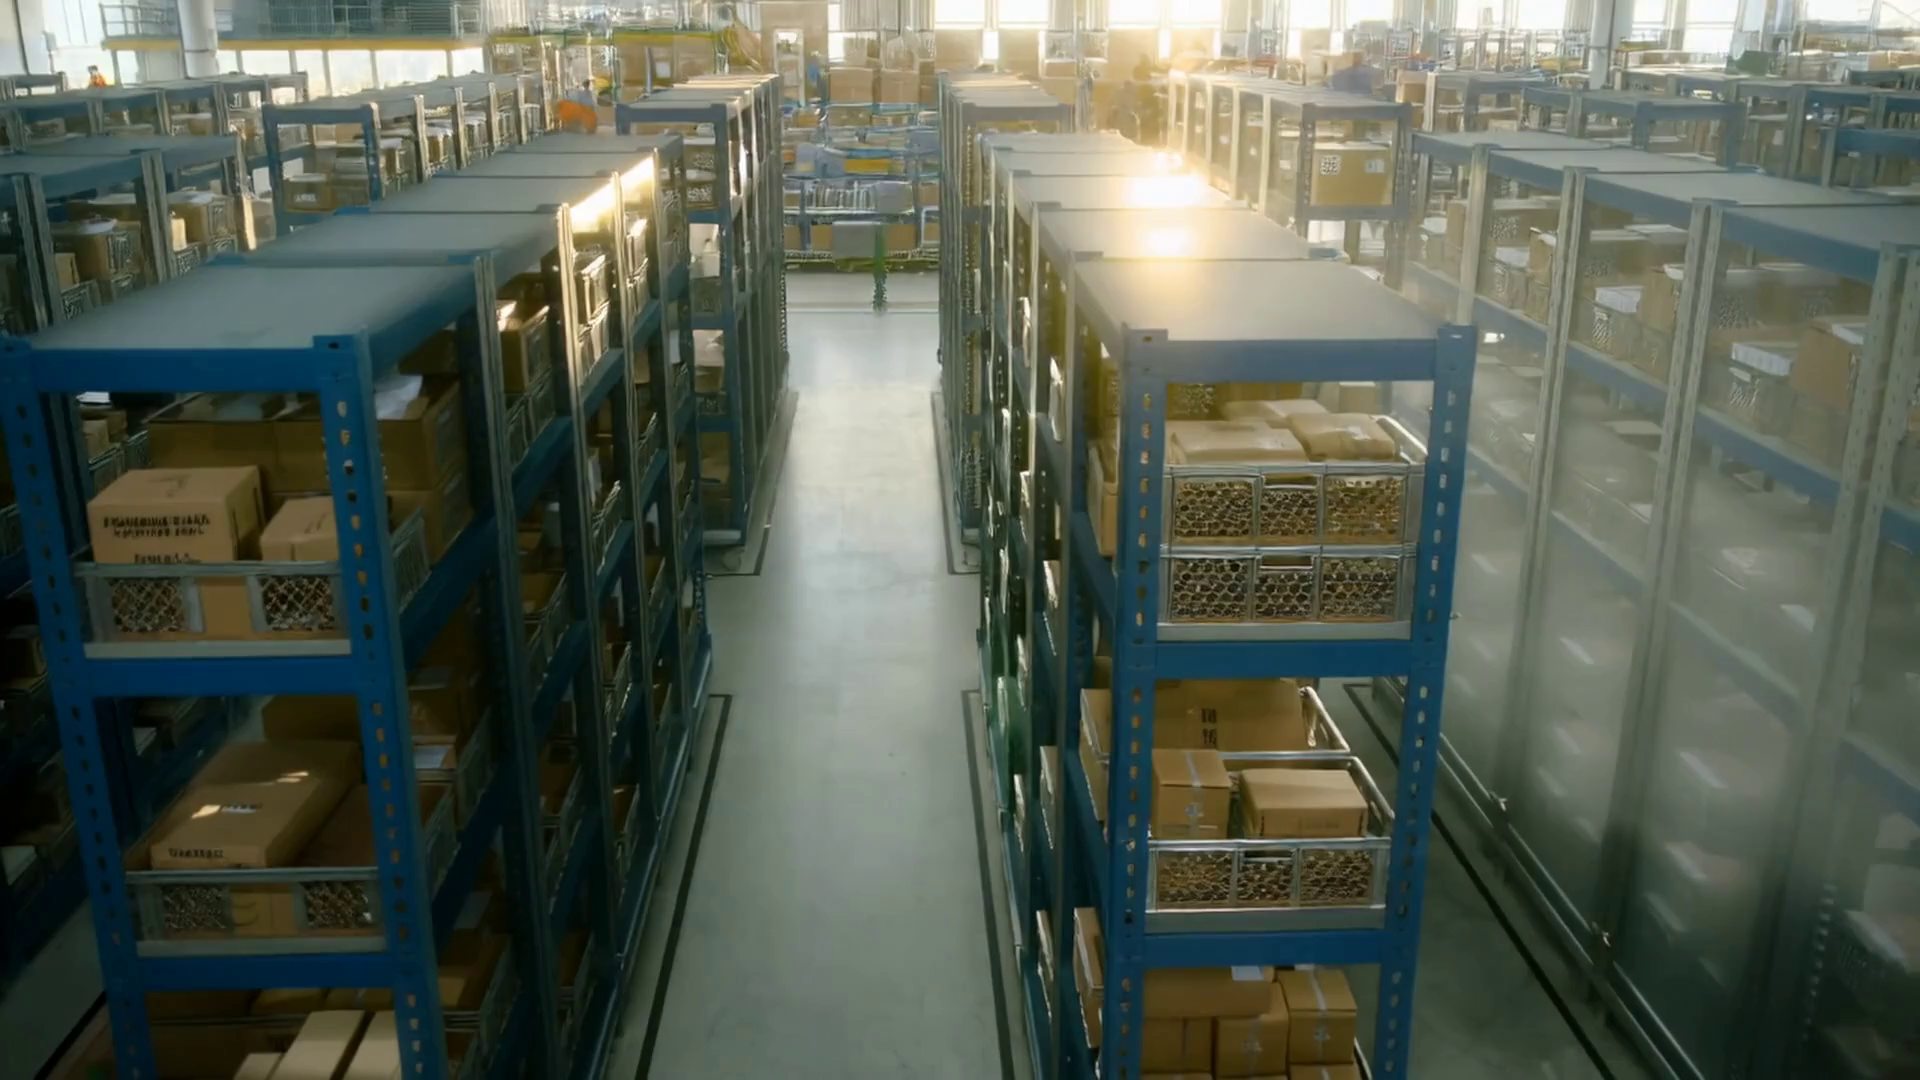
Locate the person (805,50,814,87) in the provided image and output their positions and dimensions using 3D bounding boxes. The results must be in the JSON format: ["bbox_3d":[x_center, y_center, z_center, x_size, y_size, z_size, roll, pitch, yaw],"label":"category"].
[{"bbox_3d":[-7.968,-25.179,88.730,0.545,1.921,0.626,9,20,27],"label":"person"}]

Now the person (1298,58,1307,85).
[{"bbox_3d":[16.215,-21.874,78.652,0.562,1.830,0.399,-12,21,-32],"label":"person"}]

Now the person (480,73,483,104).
[{"bbox_3d":[-17.333,-15.997,60.425,0.511,1.845,0.341,-15,23,-39],"label":"person"}]

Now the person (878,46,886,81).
[{"bbox_3d":[-4.238,-26.855,93.850,0.980,1.942,0.648,13,22,35],"label":"person"}]

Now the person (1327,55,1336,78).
[{"bbox_3d":[18.695,-23.474,83.687,1.005,1.778,0.638,7,19,20],"label":"person"}]

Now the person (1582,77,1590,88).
[{"bbox_3d":[20.770,-14.383,55.282,0.375,1.935,0.551,-6,19,-18],"label":"person"}]

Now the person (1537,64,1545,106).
[{"bbox_3d":[24.102,-18.845,69.222,0.509,1.860,0.334,-16,24,-41],"label":"person"}]

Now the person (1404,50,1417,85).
[{"bbox_3d":[24.306,-25.370,89.384,0.992,1.881,0.608,12,22,34],"label":"person"}]

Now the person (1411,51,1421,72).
[{"bbox_3d":[23.609,-24.357,86.214,0.458,1.903,0.642,-16,24,-40],"label":"person"}]

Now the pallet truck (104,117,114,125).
[{"bbox_3d":[-18.367,-7.885,35.078,1.885,1.965,0.823,1,18,2],"label":"pallet truck"}]

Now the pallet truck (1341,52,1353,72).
[{"bbox_3d":[18.794,-23.123,82.231,0.823,1.965,1.885,-13,22,-35],"label":"pallet truck"}]

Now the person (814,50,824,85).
[{"bbox_3d":[-7.675,-25.704,90.493,0.624,1.835,0.431,-11,21,-30],"label":"person"}]

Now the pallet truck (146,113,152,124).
[{"bbox_3d":[-18.087,-8.309,36.390,1.885,1.965,0.823,-1,18,-4],"label":"pallet truck"}]

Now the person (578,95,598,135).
[{"bbox_3d":[-9.614,-10.456,42.983,0.637,2.027,0.607,12,22,33],"label":"person"}]

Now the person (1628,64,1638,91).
[{"bbox_3d":[30.814,-21.293,76.499,0.685,2.000,0.995,0,18,-1],"label":"person"}]

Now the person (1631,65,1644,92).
[{"bbox_3d":[30.065,-20.306,73.645,0.658,1.907,0.800,-1,18,-2],"label":"person"}]

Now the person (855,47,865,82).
[{"bbox_3d":[-5.568,-26.733,93.528,0.539,1.916,0.650,2,18,7],"label":"person"}]

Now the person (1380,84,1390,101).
[{"bbox_3d":[14.608,-14.917,57.457,0.374,1.611,0.506,13,22,34],"label":"person"}]

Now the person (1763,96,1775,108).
[{"bbox_3d":[28.892,-15.648,59.348,0.582,1.846,0.953,-6,19,-18],"label":"person"}]

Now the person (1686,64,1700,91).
[{"bbox_3d":[30.404,-18.725,68.757,0.628,1.907,0.830,-3,18,-9],"label":"person"}]

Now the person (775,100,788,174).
[{"bbox_3d":[-4.660,-10.468,43.237,0.424,1.893,0.643,1,18,2],"label":"person"}]

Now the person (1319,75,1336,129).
[{"bbox_3d":[12.741,-15.273,58.132,1.025,1.893,0.547,-3,18,-9],"label":"person"}]

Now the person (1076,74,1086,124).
[{"bbox_3d":[4.494,-16.312,61.526,0.314,1.768,0.527,-12,22,-33],"label":"person"}]

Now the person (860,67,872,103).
[{"bbox_3d":[-3.915,-19.146,70.419,0.554,1.678,0.866,-17,25,-42],"label":"person"}]

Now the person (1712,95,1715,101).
[{"bbox_3d":[21.830,-12.169,48.537,0.556,1.888,1.030,0,18,1],"label":"person"}]

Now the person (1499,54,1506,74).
[{"bbox_3d":[26.448,-22.749,81.199,0.532,1.913,0.614,2,18,6],"label":"person"}]

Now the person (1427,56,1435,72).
[{"bbox_3d":[24.524,-24.300,86.405,0.739,1.670,0.539,0,18,-1],"label":"person"}]

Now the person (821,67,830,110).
[{"bbox_3d":[-5.239,-17.587,65.266,0.752,1.896,0.599,4,18,12],"label":"person"}]

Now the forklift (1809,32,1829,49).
[{"bbox_3d":[45.950,-25.863,89.297,1.129,2.768,1.873,-1,18,-2],"label":"forklift"}]

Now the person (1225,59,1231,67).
[{"bbox_3d":[11.801,-20.348,73.799,0.597,1.899,0.453,-10,20,-28],"label":"person"}]

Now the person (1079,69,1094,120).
[{"bbox_3d":[4.847,-16.823,62.873,0.994,1.920,0.619,1,18,3],"label":"person"}]
